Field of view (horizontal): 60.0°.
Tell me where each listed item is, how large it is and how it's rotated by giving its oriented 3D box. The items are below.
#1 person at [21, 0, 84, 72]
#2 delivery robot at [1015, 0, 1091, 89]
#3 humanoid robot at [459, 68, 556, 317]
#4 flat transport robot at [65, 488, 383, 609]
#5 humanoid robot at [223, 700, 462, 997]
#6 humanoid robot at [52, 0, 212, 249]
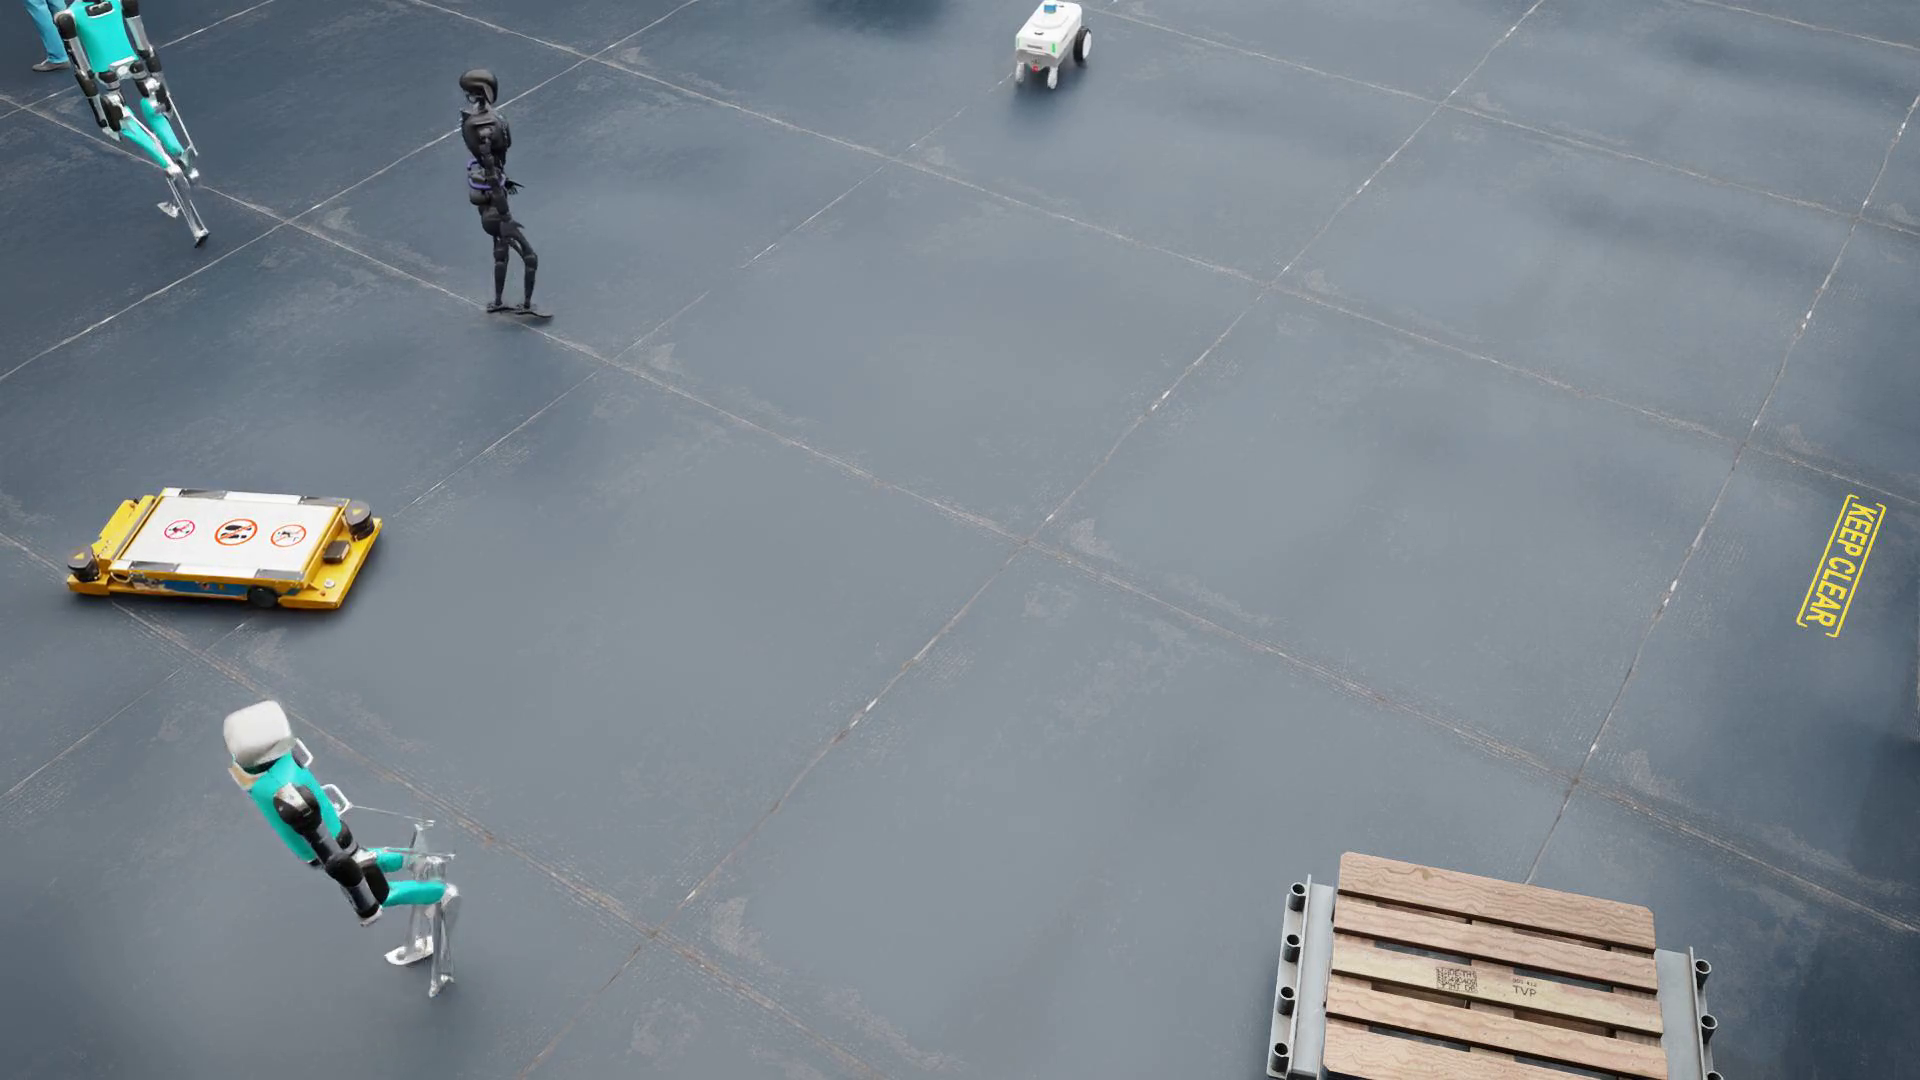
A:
[{"bbox_3d":[-7.117,-4.468,12.596,0.373,1.842,0.568,2,42,2],"label":"person"},{"bbox_3d":[0.696,-3.903,12.940,0.499,0.606,0.807,14,44,15],"label":"delivery robot"},{"bbox_3d":[-2.787,-2.089,10.066,0.460,1.645,0.599,-10,43,-11],"label":"humanoid robot"},{"bbox_3d":[-3.854,0.041,8.734,1.431,0.231,0.659,4,42,4],"label":"flat transport robot"},{"bbox_3d":[-2.213,1.167,6.368,0.769,1.769,0.534,-31,50,-30],"label":"humanoid robot"},{"bbox_3d":[-5.197,-2.710,10.746,1.010,1.775,0.531,30,50,29],"label":"humanoid robot"}]
